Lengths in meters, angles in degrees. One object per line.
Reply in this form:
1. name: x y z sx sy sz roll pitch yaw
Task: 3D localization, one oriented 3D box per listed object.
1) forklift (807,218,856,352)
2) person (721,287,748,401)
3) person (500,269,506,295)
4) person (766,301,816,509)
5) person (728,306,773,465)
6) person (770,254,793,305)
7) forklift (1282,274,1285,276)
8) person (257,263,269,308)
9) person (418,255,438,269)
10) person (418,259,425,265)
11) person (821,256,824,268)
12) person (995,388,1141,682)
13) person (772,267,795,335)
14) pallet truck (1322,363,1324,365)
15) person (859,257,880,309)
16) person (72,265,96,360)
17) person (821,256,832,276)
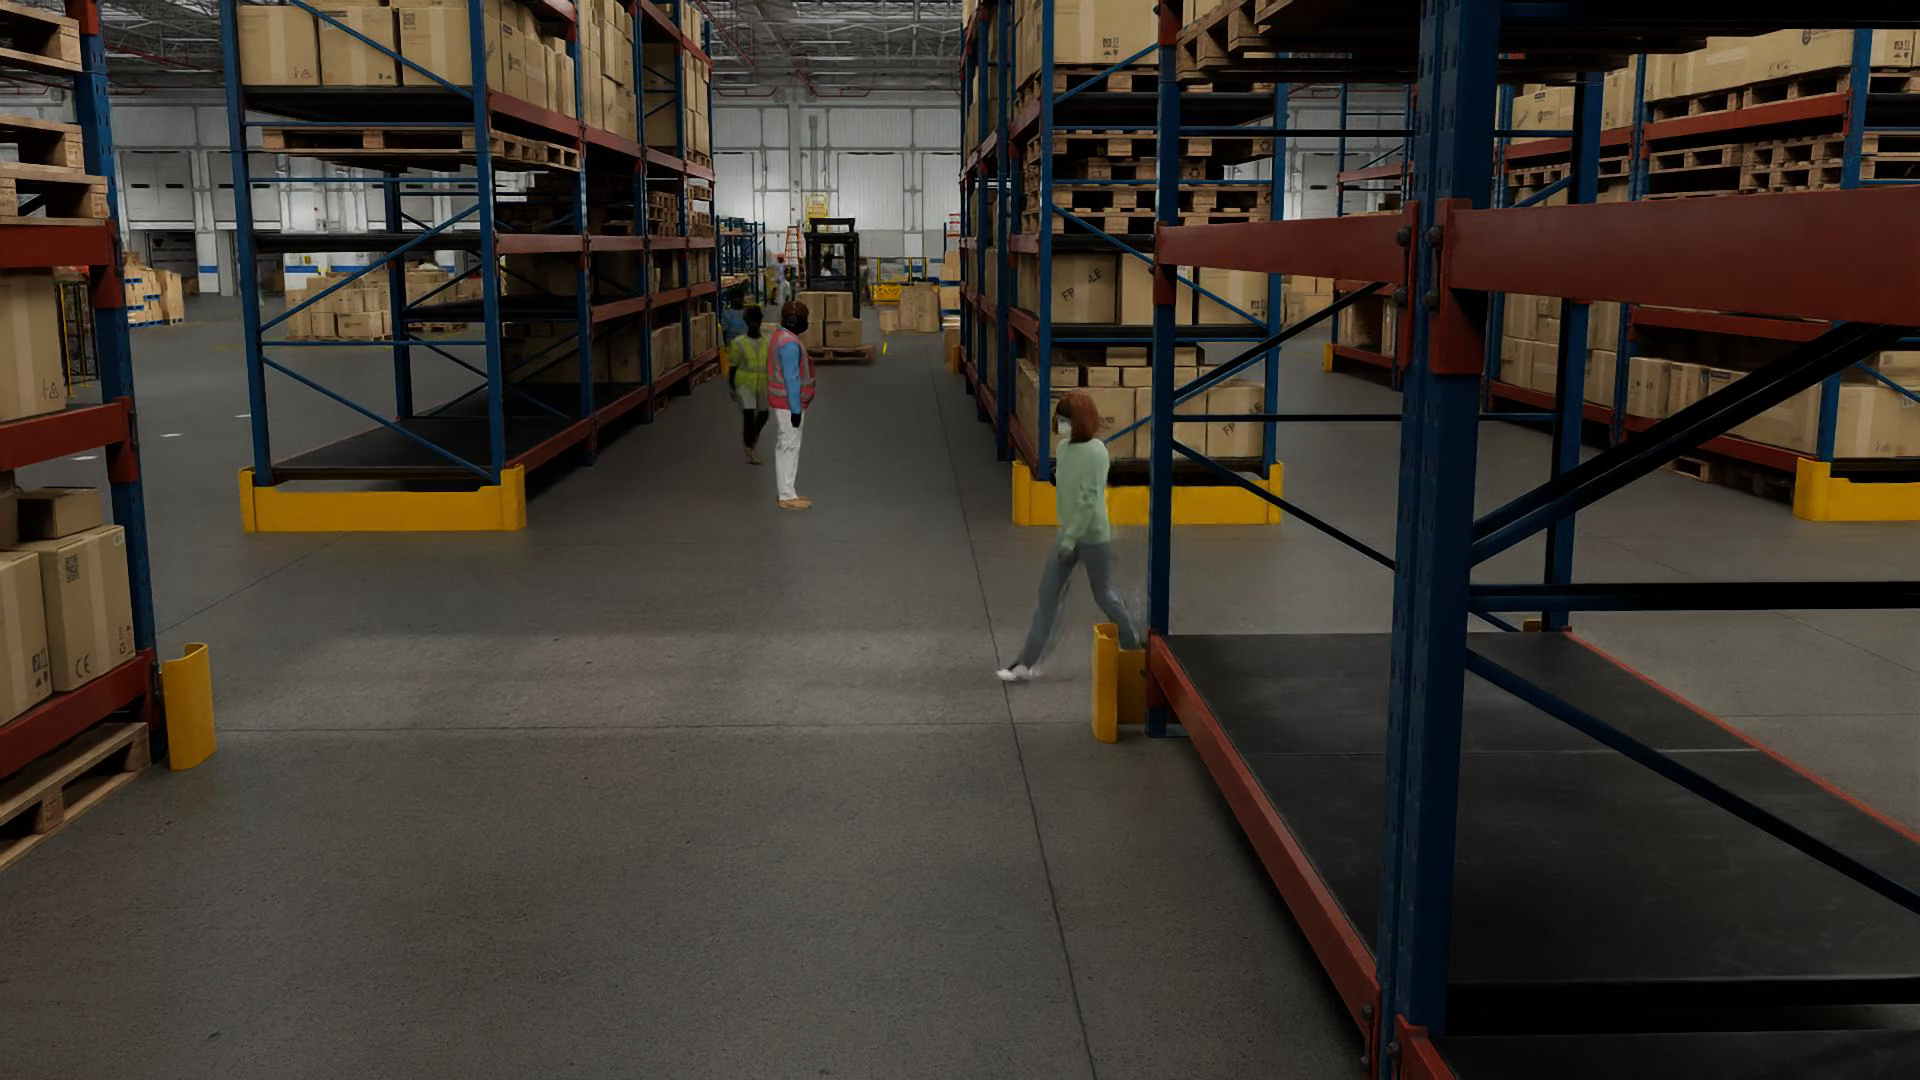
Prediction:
1. forklift: -2.619 -5.273 34.496 1.129 2.768 1.873 0 10 -2
2. person: -3.276 -2.916 24.709 0.540 1.677 0.572 -1 10 -3
3. person: -13.639 -7.359 48.880 0.627 1.891 0.971 -5 11 -24
4. person: -1.480 -1.182 14.646 0.430 1.832 0.633 -2 10 -12
5. person: -2.227 -1.656 17.669 0.546 1.680 0.605 -5 11 -27
6. person: -6.677 -9.697 61.898 0.961 1.876 0.686 2 10 13
7. forklift: 12.240 -10.302 62.509 1.129 2.768 1.873 0 10 -2
8. person: -24.863 -9.050 58.541 0.887 1.809 0.624 -1 10 -4
9. person: -17.049 -8.183 53.379 0.640 1.910 0.672 -7 12 -34
10. person: -20.284 -9.760 62.789 0.316 1.695 0.541 0 10 2
11. person: -4.451 -8.453 55.034 0.969 1.868 0.600 5 11 24
12. person: 0.640 -0.008 8.761 0.830 1.587 0.495 -6 12 -29
13. person: -3.775 -4.851 35.111 0.823 1.833 0.530 -2 10 -10
14. pallet truck: 7.712 -4.157 30.737 1.885 1.965 0.823 3 11 16
15. person: -3.261 -8.933 57.902 0.956 1.789 0.549 4 11 19
16. person: -17.358 -4.516 33.025 0.542 1.889 0.562 -9 14 -42
17. person: -3.719 -6.911 46.188 0.388 1.959 0.602 -5 11 -26
